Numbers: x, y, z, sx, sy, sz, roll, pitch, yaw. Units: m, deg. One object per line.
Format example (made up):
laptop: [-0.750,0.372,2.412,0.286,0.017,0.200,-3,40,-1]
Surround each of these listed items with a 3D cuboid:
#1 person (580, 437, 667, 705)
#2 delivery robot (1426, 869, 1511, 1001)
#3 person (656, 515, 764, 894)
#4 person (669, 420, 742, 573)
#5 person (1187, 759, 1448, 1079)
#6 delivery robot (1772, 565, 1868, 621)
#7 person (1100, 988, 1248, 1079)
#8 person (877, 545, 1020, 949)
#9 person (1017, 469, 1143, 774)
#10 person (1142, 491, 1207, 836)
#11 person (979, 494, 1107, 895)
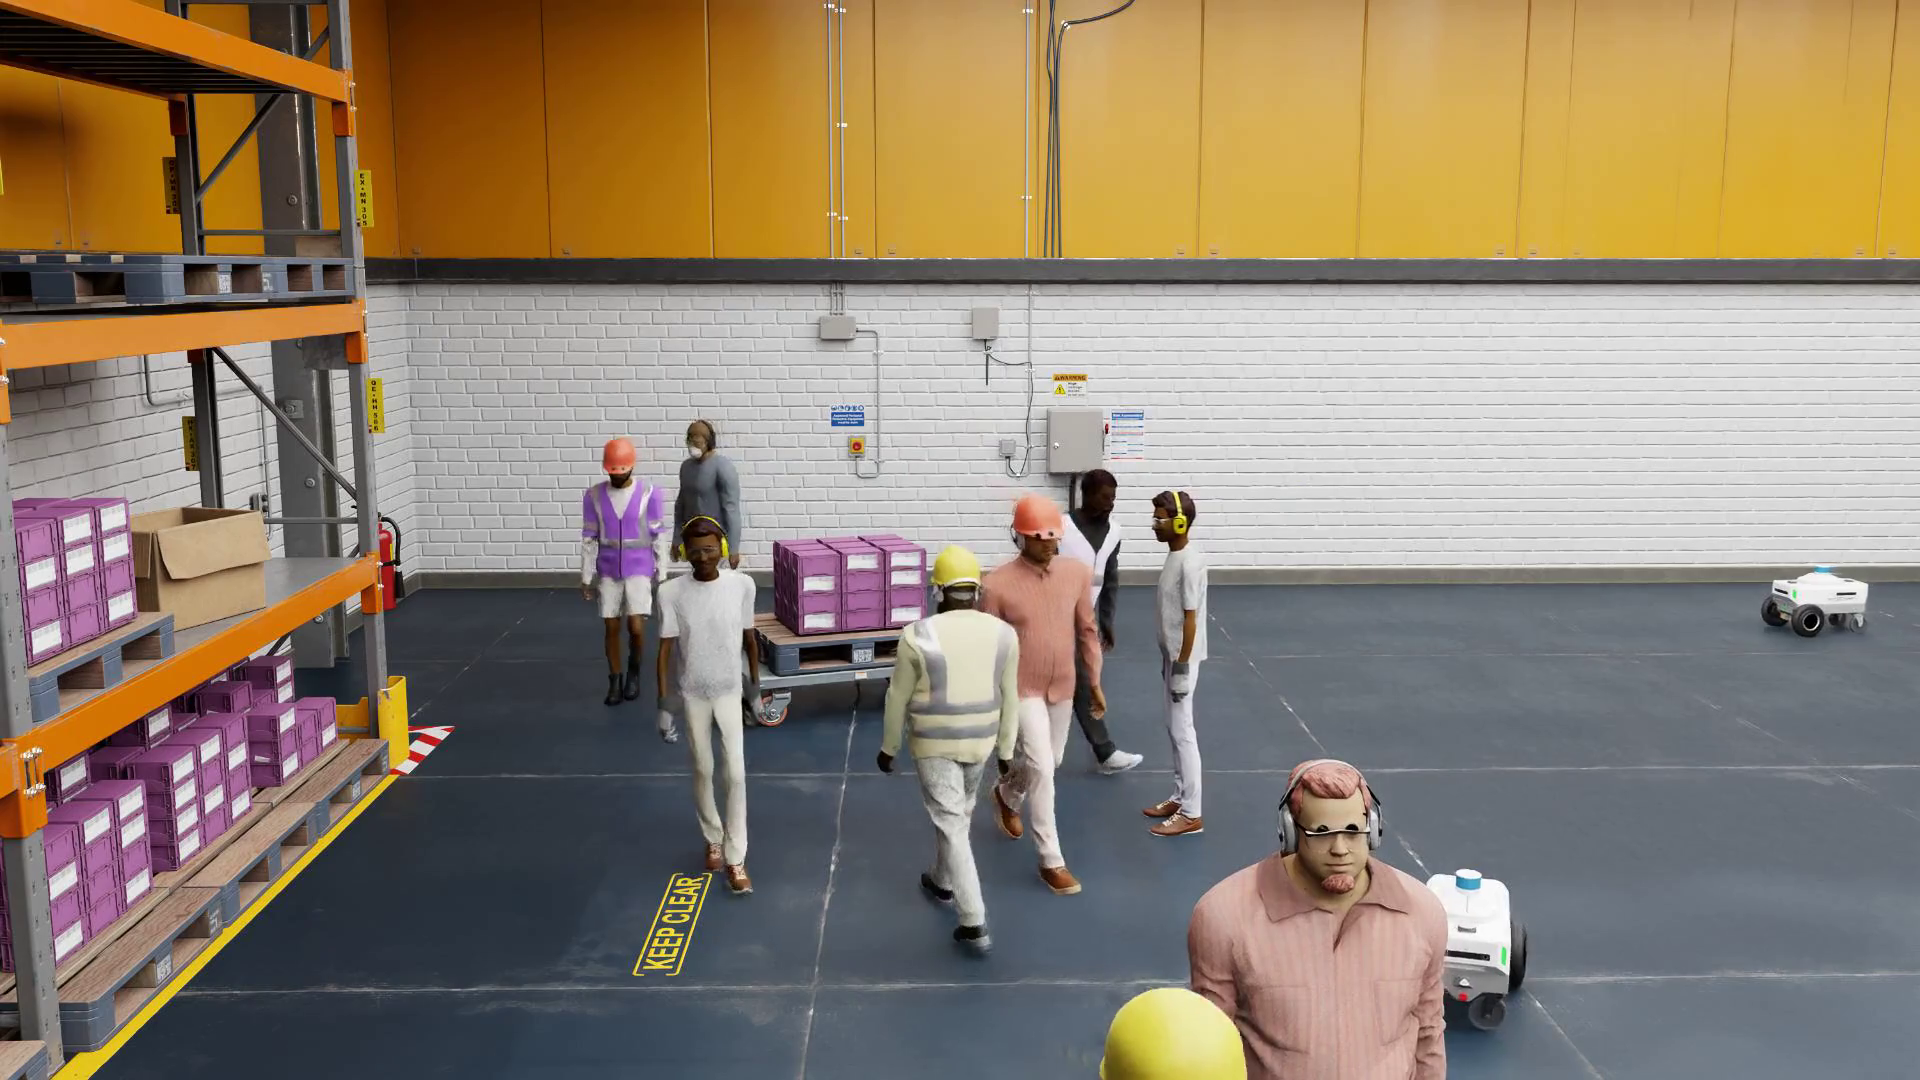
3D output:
person: [-2.326,0.225,11.488,0.609,1.896,0.476,0,9,0]
delivery robot: [2.084,1.603,6.851,0.477,0.478,0.707,3,10,17]
person: [-1.214,0.802,8.127,0.551,1.826,0.836,-2,9,-13]
person: [-1.924,0.051,12.541,0.496,1.904,0.672,-7,11,-35]
person: [0.852,1.448,3.957,0.645,1.908,0.408,-1,9,-6]
delivery robot: [7.197,0.451,13.915,0.707,0.478,0.477,-1,9,-8]
person: [0.258,1.626,2.949,0.818,1.892,0.585,9,13,44]
person: [-0.031,0.919,7.584,0.597,1.793,0.920,-5,10,-27]
person: [0.722,0.483,10.074,1.014,1.838,0.603,9,13,44]
person: [1.166,0.654,8.975,0.314,1.860,0.508,0,9,-2]
person: [0.347,0.710,8.360,0.643,1.954,0.957,-5,11,-29]
